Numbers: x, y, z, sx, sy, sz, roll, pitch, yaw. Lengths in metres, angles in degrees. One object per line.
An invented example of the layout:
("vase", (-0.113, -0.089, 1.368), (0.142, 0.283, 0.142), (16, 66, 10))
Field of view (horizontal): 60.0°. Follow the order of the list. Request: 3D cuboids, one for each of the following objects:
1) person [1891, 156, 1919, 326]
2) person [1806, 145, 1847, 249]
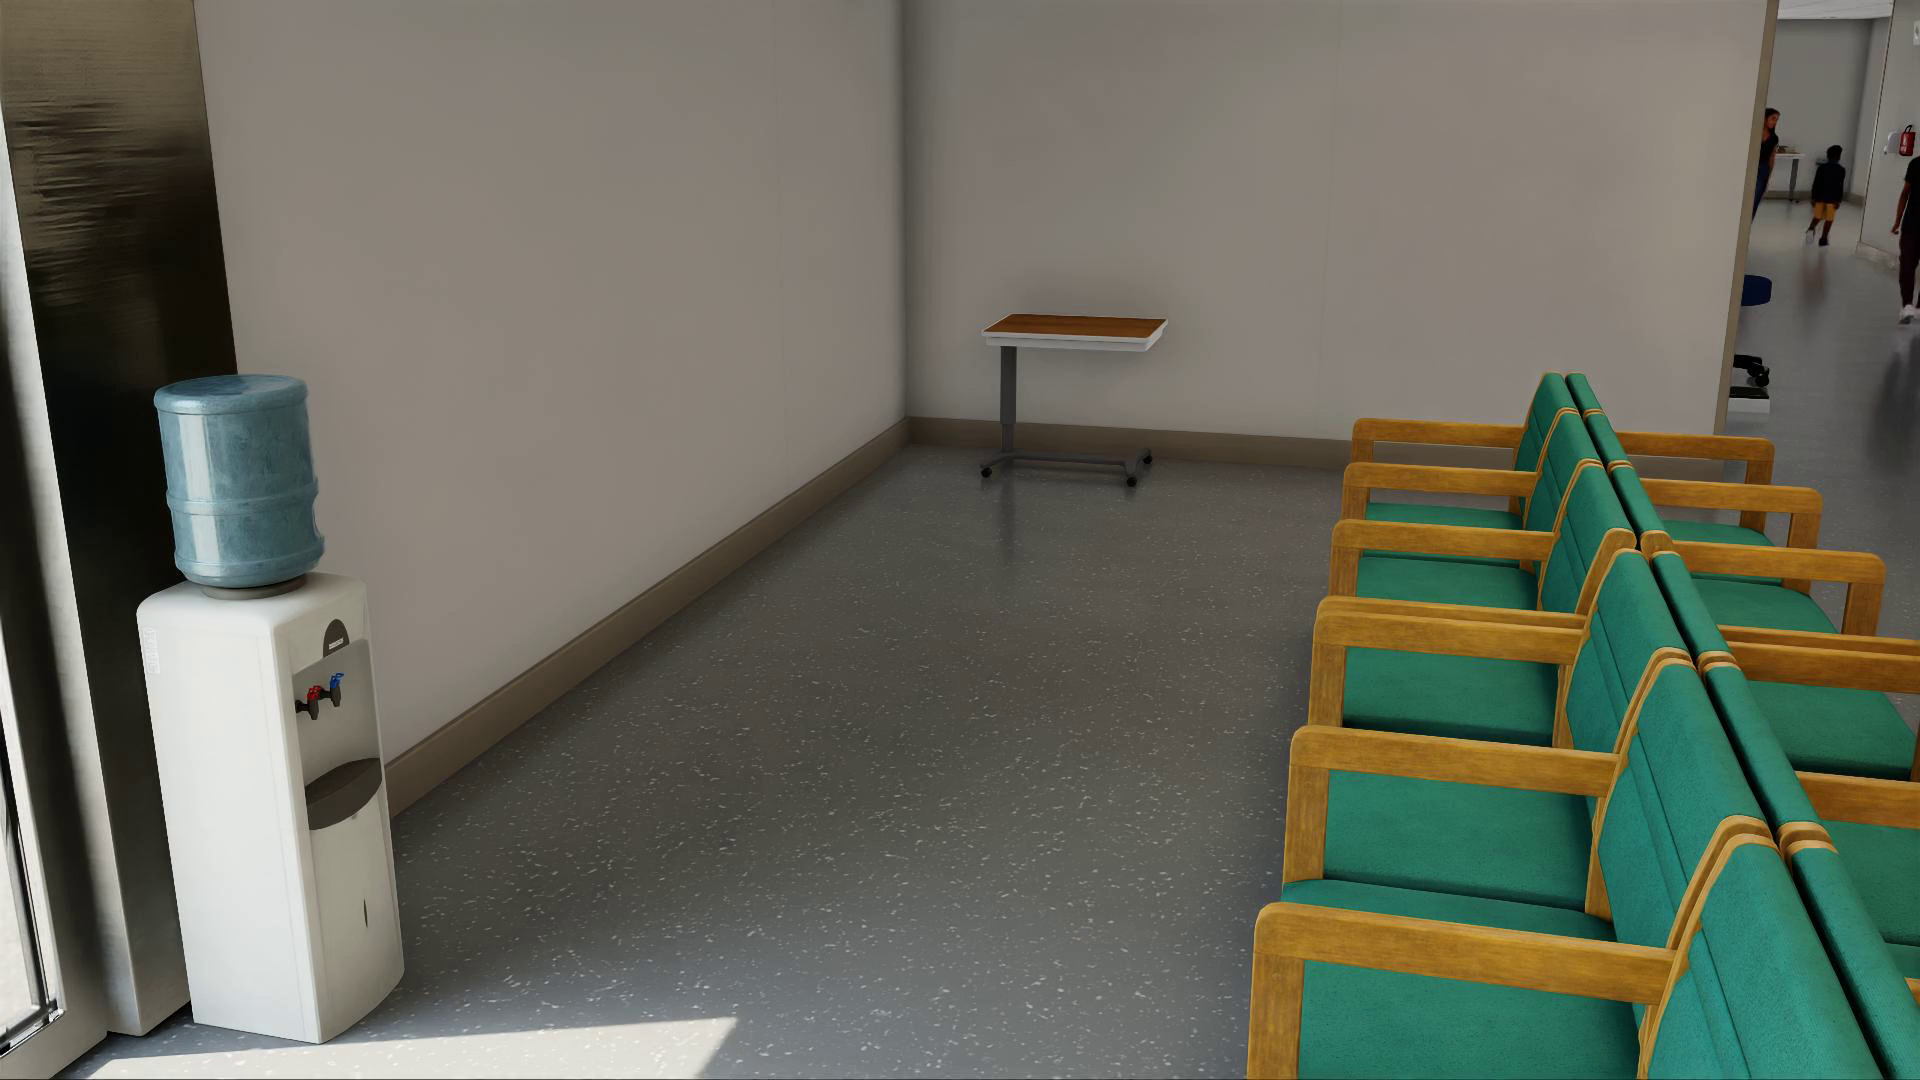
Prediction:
("person", (8.285, -2.713, 14.277), (1.061, 1.755, 0.804), (7, 17, 23))
("person", (10.762, -4.258, 20.678), (0.795, 1.256, 0.795), (-15, 21, -42))
